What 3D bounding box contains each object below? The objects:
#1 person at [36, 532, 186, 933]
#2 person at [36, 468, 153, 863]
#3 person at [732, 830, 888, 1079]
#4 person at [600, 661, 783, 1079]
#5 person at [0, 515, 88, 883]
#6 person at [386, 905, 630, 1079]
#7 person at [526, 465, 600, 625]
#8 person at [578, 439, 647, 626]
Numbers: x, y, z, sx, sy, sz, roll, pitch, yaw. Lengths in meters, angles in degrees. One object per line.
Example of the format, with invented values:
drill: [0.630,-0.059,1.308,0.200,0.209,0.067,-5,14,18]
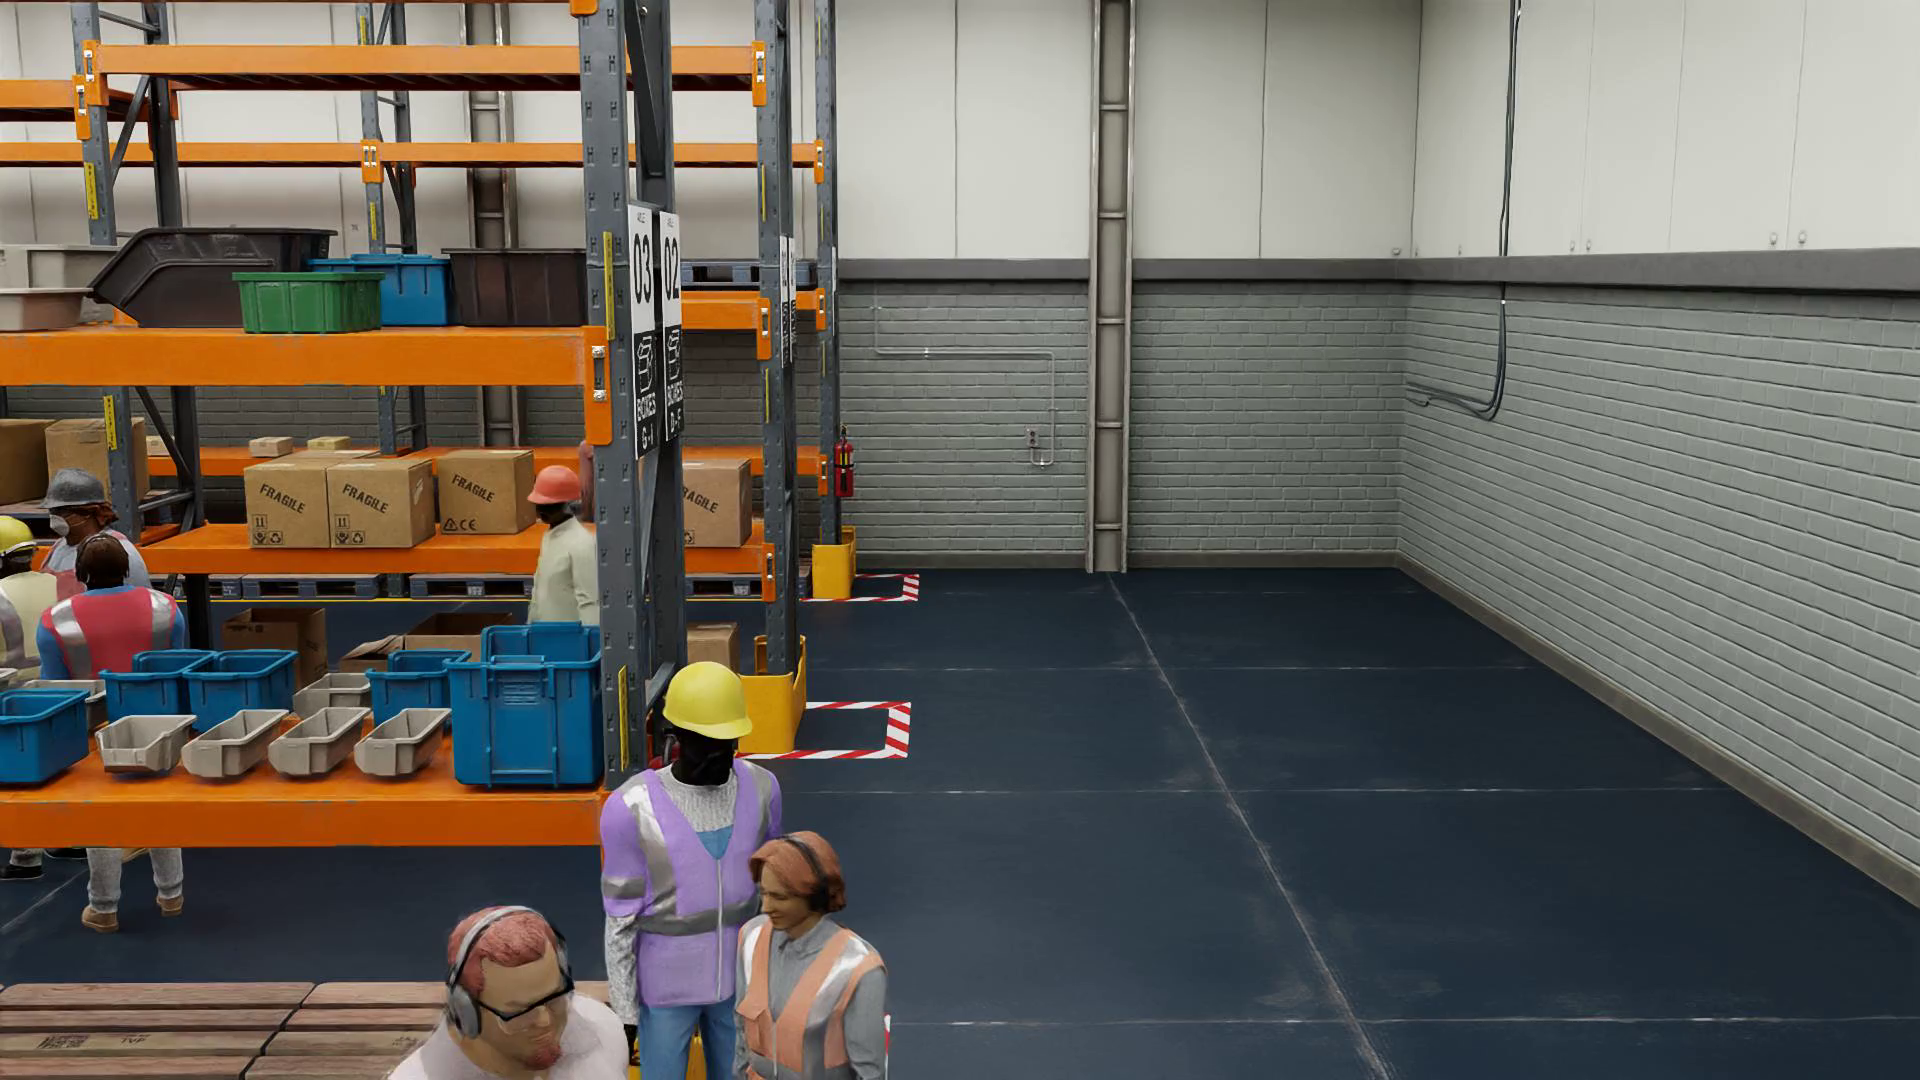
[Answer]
person: [-3.878,0.876,7.659,0.627,1.847,0.429,-8,12,-40]
person: [-4.470,0.641,8.496,0.687,2.000,0.538,6,11,31]
person: [-0.377,1.532,4.288,0.524,1.633,0.314,8,12,40]
person: [-0.755,1.289,4.911,0.590,1.918,0.395,-7,11,-35]
person: [-4.662,0.784,8.303,0.404,1.823,0.587,3,10,20]
person: [-0.868,1.588,3.246,0.659,1.872,0.657,5,11,28]
person: [-2.242,0.559,9.212,0.562,1.970,0.695,-4,10,-25]
person: [-2.910,-0.241,14.047,0.617,1.990,0.393,-4,10,-23]
